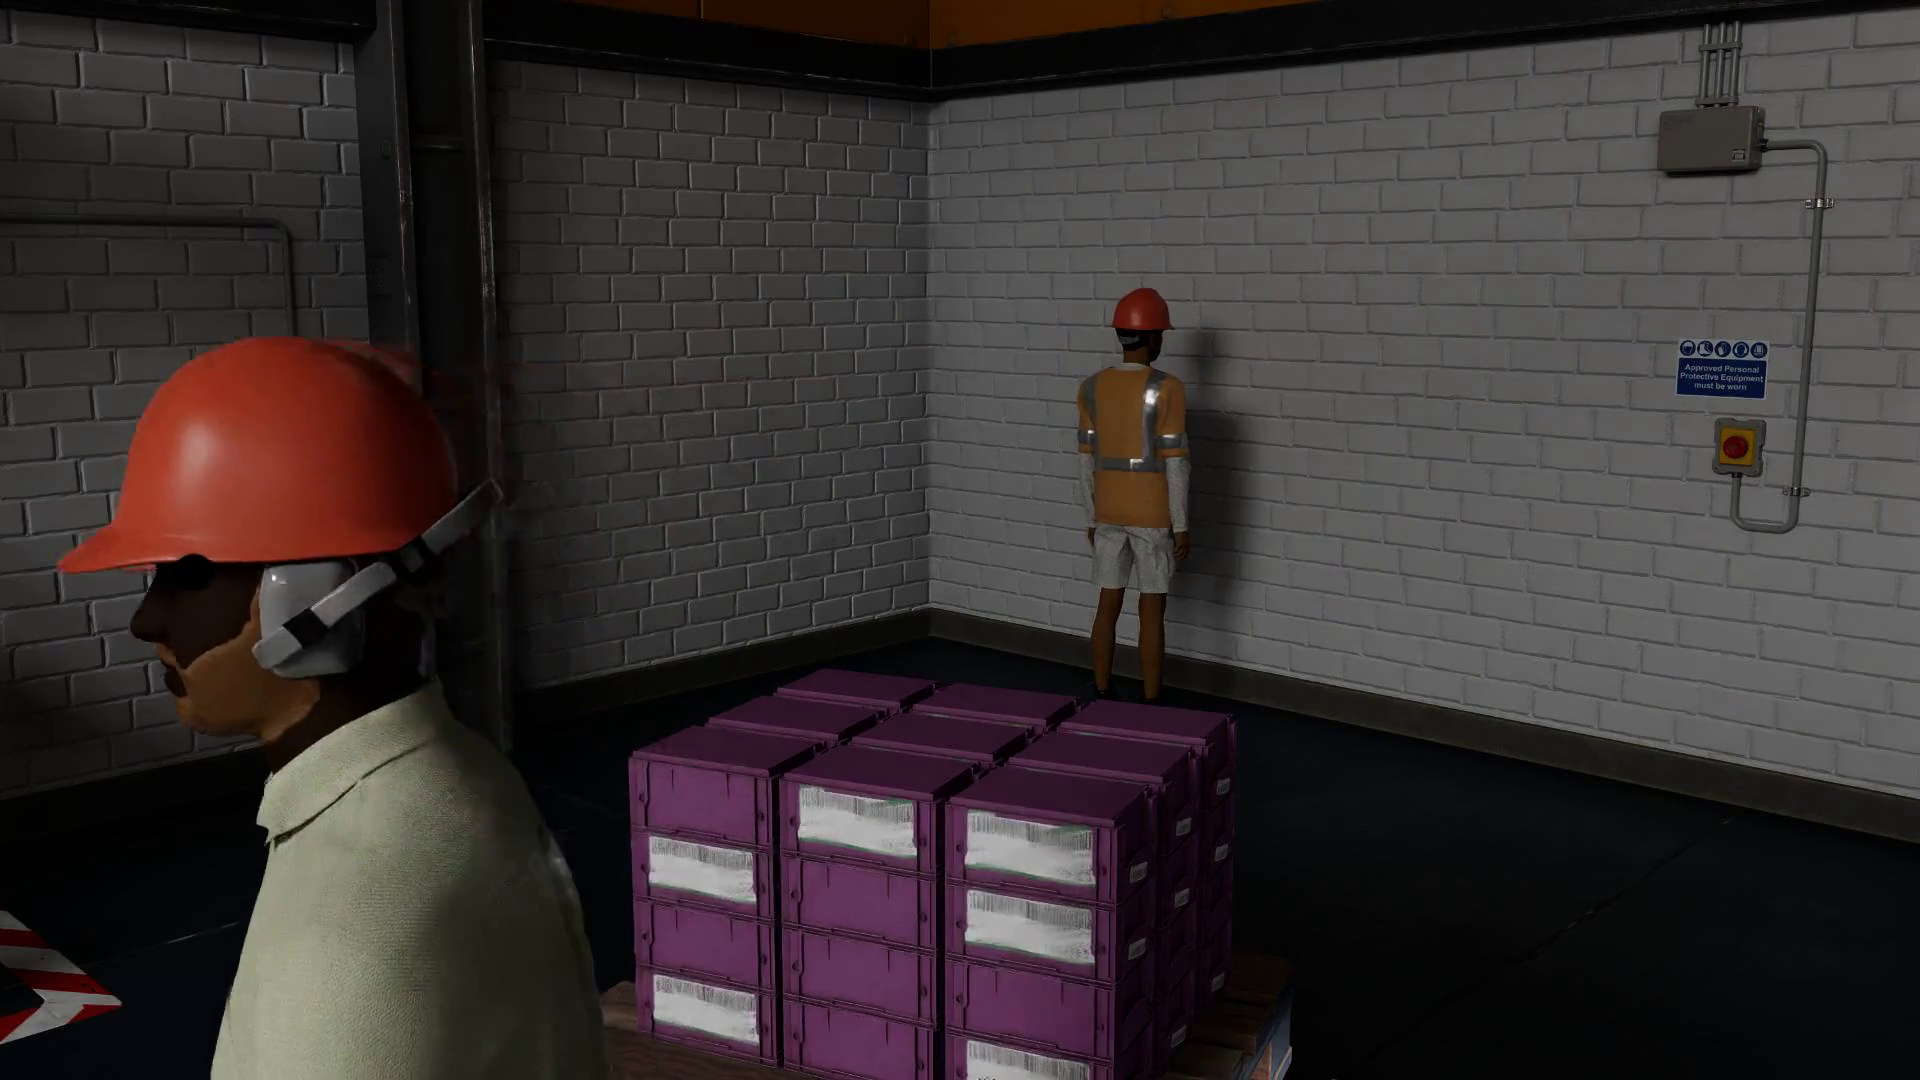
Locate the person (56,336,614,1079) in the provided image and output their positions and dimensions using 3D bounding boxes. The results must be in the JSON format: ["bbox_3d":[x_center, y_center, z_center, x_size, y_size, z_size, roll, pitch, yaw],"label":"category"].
[{"bbox_3d":[-0.409,0.807,1.481,0.735,1.972,0.615,-3,10,-18],"label":"person"}]

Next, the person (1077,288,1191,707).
[{"bbox_3d":[0.771,-0.115,7.226,0.542,1.939,0.363,8,12,39],"label":"person"}]
